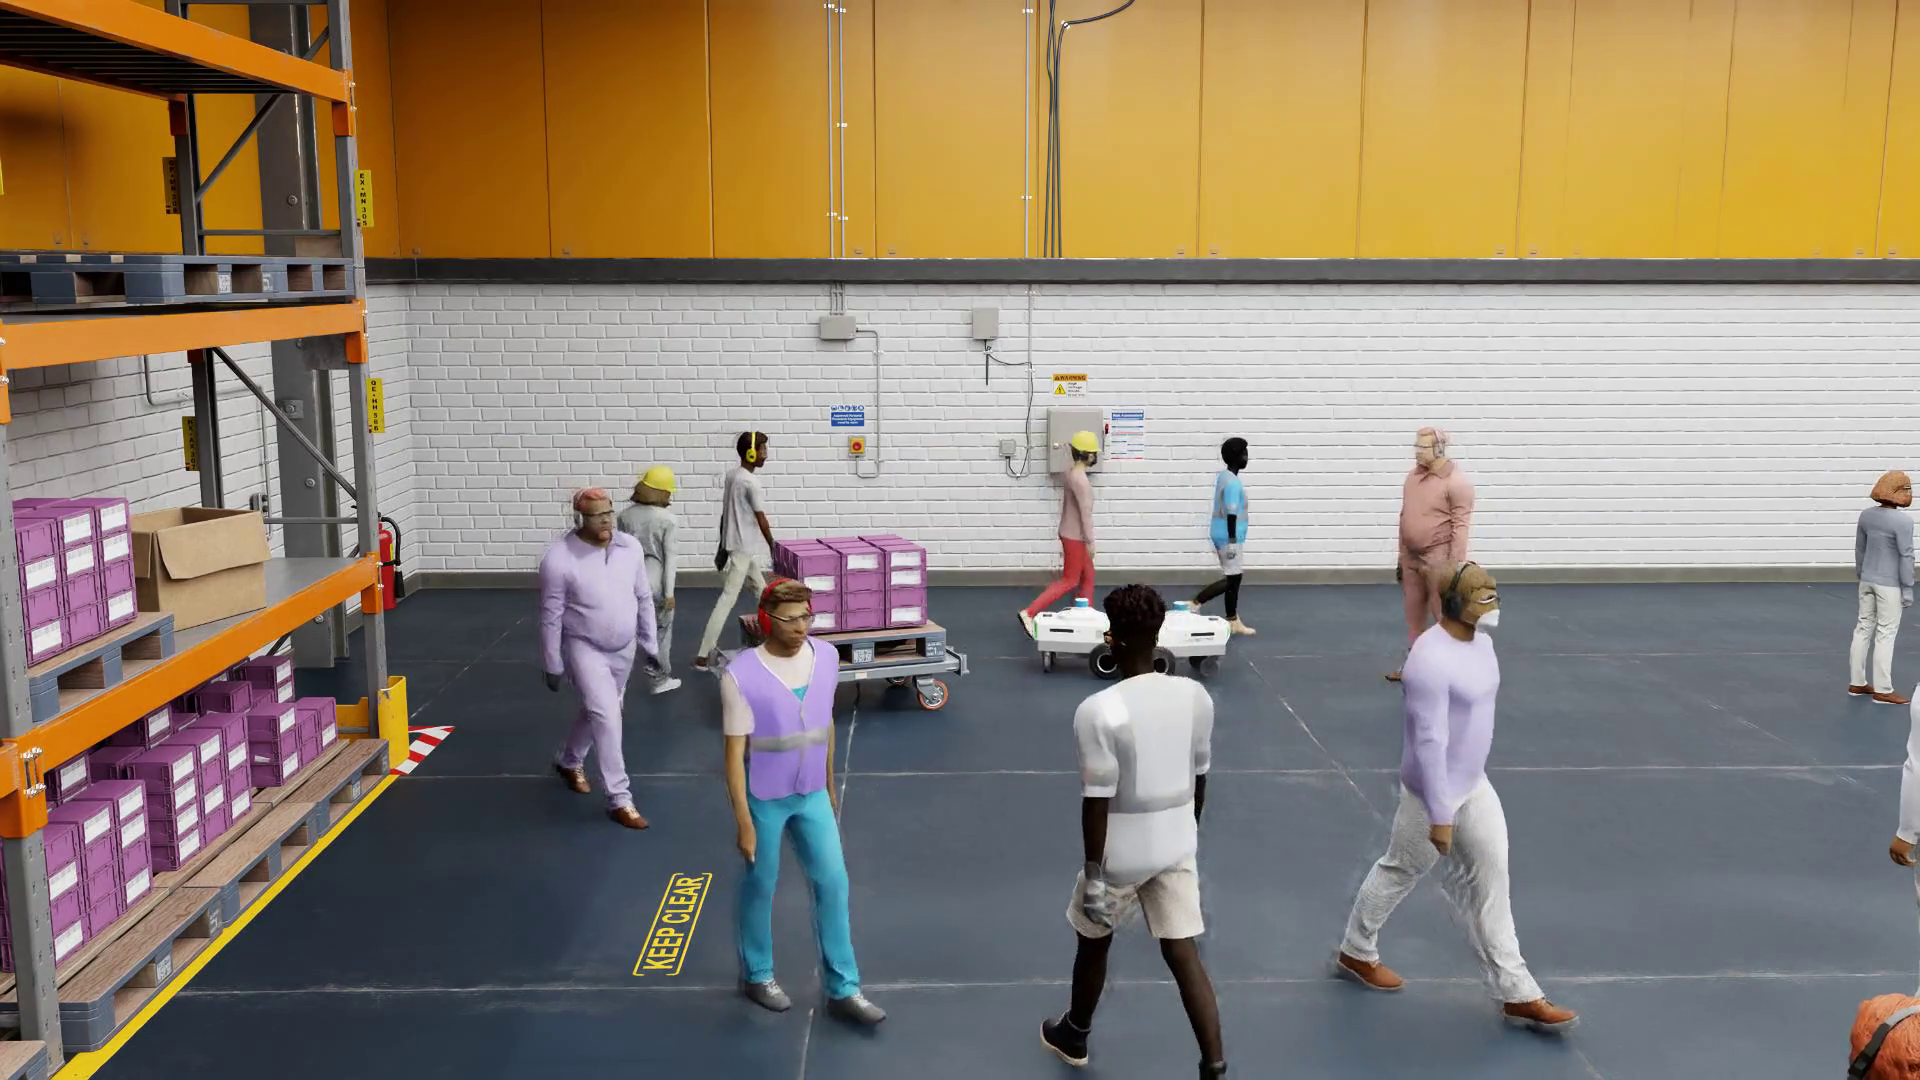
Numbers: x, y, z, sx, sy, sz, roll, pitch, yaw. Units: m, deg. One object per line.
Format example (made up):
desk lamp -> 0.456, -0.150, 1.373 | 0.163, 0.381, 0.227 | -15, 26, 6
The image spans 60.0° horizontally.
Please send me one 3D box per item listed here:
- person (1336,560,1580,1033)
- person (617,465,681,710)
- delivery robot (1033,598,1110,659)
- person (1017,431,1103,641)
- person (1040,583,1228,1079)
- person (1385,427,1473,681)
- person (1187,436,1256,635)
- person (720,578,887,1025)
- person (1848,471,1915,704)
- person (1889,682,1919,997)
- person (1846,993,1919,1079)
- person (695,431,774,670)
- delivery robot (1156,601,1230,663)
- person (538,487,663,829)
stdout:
person -> 1.985, 1.010, 6.728 | 1.040, 1.885, 0.653 | 9, 13, 43
person -> -2.198, 0.319, 11.561 | 0.526, 1.682, 0.901 | 2, 10, 15
delivery robot -> 0.911, 0.681, 12.507 | 0.707, 0.478, 0.477 | 2, 9, 13
person -> 0.876, -0.030, 13.560 | 0.802, 1.733, 0.522 | -1, 9, -8
person -> 0.681, 1.106, 6.041 | 0.626, 1.920, 1.013 | -5, 11, -30
person -> 3.390, 0.136, 12.045 | 0.401, 1.899, 0.664 | -4, 10, -25
person -> 2.135, -0.017, 13.642 | 0.583, 1.684, 0.540 | 0, 9, 2
person -> -0.632, 1.057, 6.615 | 0.609, 1.810, 0.829 | -8, 12, -41
person -> 6.488, 0.325, 11.672 | 0.278, 1.634, 0.498 | -2, 9, -11
person -> 3.887, 1.087, 6.409 | 0.600, 1.827, 0.403 | 0, 9, -2
person -> 1.514, 1.659, 2.741 | 0.589, 1.877, 0.338 | -2, 10, -15
person -> -1.580, 0.079, 12.645 | 1.016, 1.806, 0.506 | -4, 10, -24
delivery robot -> 1.639, 0.701, 12.385 | 0.707, 0.478, 0.477 | -2, 9, -10
person -> -2.050, 0.604, 9.313 | 1.016, 1.858, 0.631 | 8, 12, 39
